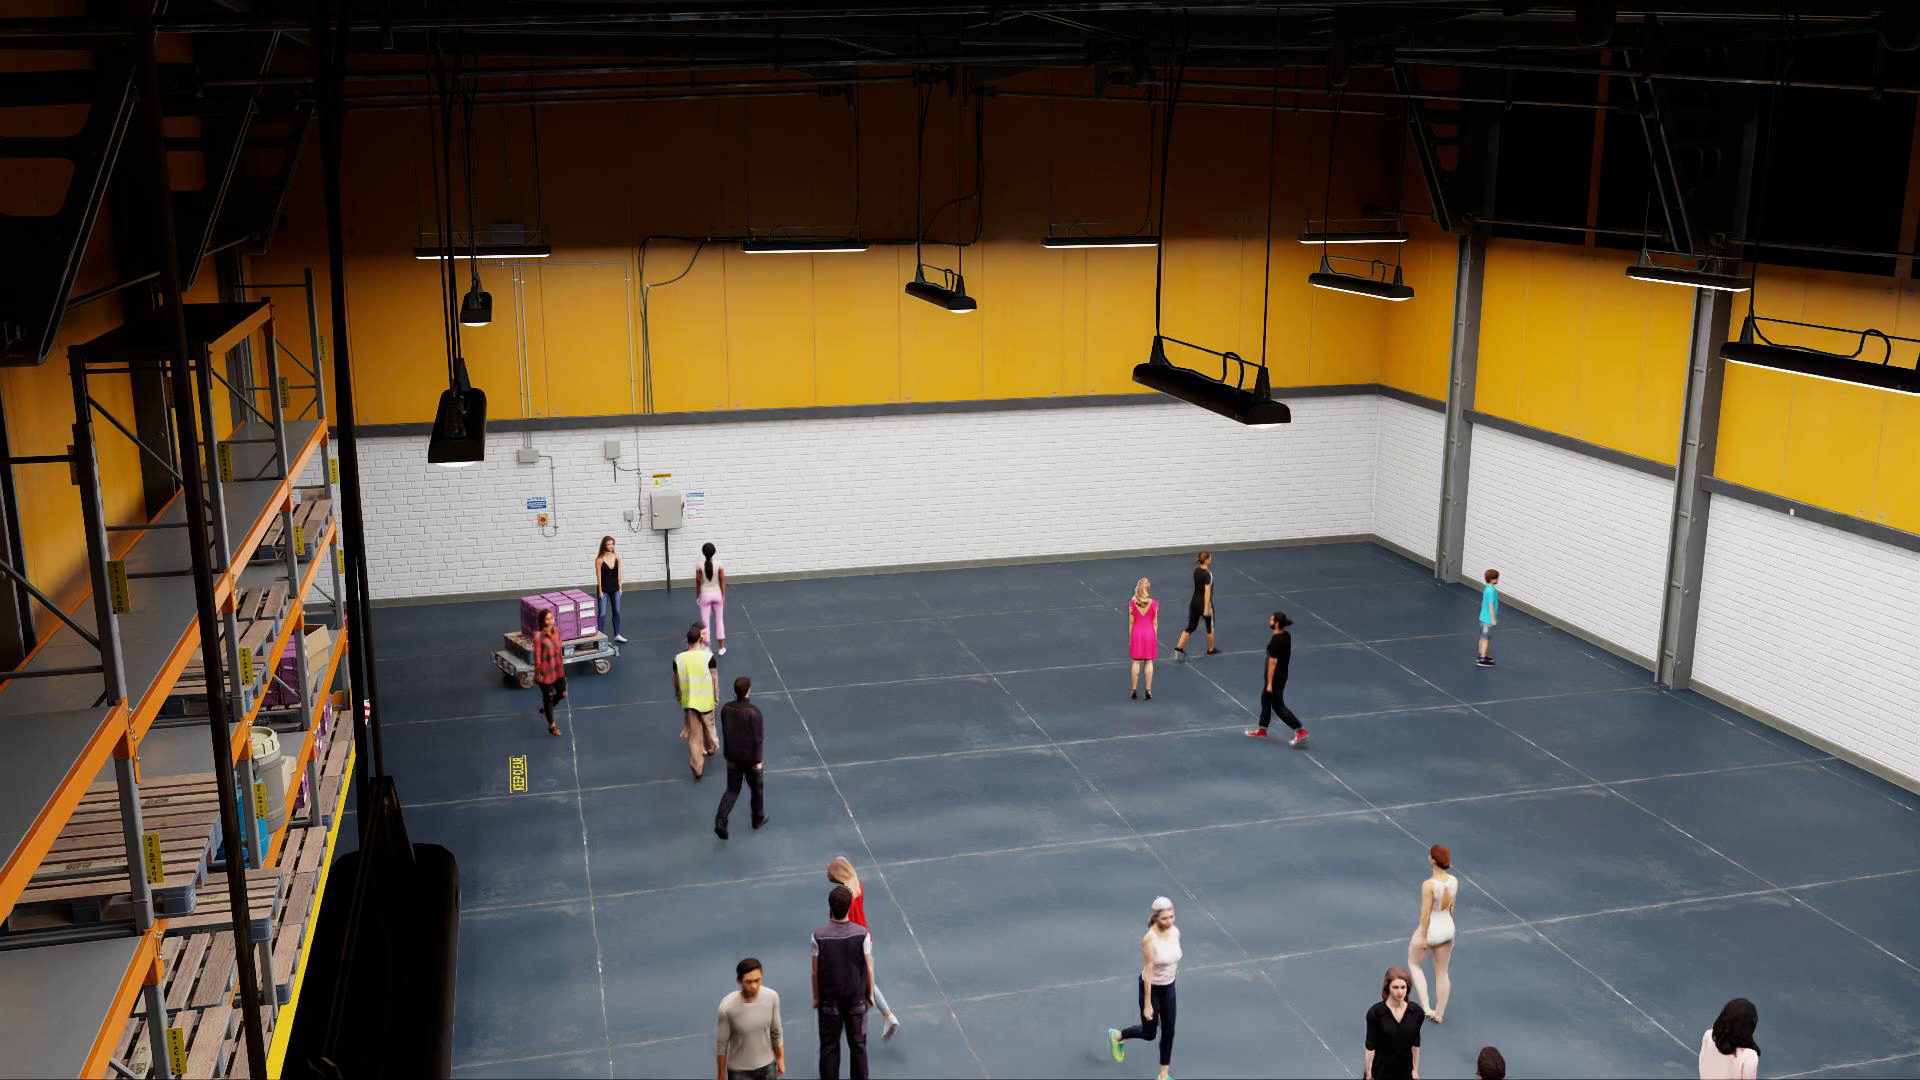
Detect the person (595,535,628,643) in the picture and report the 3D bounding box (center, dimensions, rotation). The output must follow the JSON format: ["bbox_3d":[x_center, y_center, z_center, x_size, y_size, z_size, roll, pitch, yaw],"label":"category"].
[{"bbox_3d":[-5.390,0.760,25.490,0.647,1.718,0.650,-12,18,-40],"label":"person"}]

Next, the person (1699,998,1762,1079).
[{"bbox_3d":[5.413,4.056,11.775,0.731,1.768,0.509,-5,15,-21],"label":"person"}]

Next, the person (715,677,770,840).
[{"bbox_3d":[-2.448,2.433,18.382,1.123,1.812,1.238,6,15,22],"label":"person"}]

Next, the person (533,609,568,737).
[{"bbox_3d":[-5.385,1.712,21.626,0.859,1.688,0.792,11,18,39],"label":"person"}]

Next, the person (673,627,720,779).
[{"bbox_3d":[-3.194,2.005,20.189,0.842,1.794,1.184,-1,14,-3],"label":"person"}]

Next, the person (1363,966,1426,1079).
[{"bbox_3d":[3.190,3.946,12.360,0.625,1.706,0.562,-1,14,-4],"label":"person"}]

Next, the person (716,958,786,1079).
[{"bbox_3d":[-1.593,3.885,12.423,0.751,1.795,0.834,-6,15,-24],"label":"person"}]

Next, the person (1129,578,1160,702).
[{"bbox_3d":[2.535,1.365,22.991,0.660,1.720,0.689,4,14,17],"label":"person"}]

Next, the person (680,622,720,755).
[{"bbox_3d":[-3.323,1.850,21.009,0.926,1.710,0.878,6,15,22],"label":"person"}]

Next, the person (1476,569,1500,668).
[{"bbox_3d":[7.779,1.127,24.547,0.644,1.449,0.534,2,14,9],"label":"person"}]

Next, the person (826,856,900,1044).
[{"bbox_3d":[-0.859,3.514,14.202,1.115,1.678,1.031,9,16,33],"label":"person"}]

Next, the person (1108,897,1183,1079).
[{"bbox_3d":[1.534,3.665,13.561,0.872,1.687,1.062,-13,19,-42],"label":"person"}]

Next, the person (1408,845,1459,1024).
[{"bbox_3d":[4.197,3.468,14.489,0.570,1.634,0.567,-5,15,-20],"label":"person"}]

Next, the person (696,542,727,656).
[{"bbox_3d":[-3.743,0.877,24.959,0.586,1.741,0.509,-3,14,-12],"label":"person"}]

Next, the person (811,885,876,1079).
[{"bbox_3d":[-0.941,3.645,13.301,0.692,1.848,0.631,-1,14,-5],"label":"person"}]

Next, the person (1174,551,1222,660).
[{"bbox_3d":[3.518,0.993,24.709,0.855,1.633,1.088,-8,16,-31],"label":"person"}]

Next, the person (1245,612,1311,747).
[{"bbox_3d":[4.111,1.788,21.216,1.145,1.732,1.114,7,15,26],"label":"person"}]
